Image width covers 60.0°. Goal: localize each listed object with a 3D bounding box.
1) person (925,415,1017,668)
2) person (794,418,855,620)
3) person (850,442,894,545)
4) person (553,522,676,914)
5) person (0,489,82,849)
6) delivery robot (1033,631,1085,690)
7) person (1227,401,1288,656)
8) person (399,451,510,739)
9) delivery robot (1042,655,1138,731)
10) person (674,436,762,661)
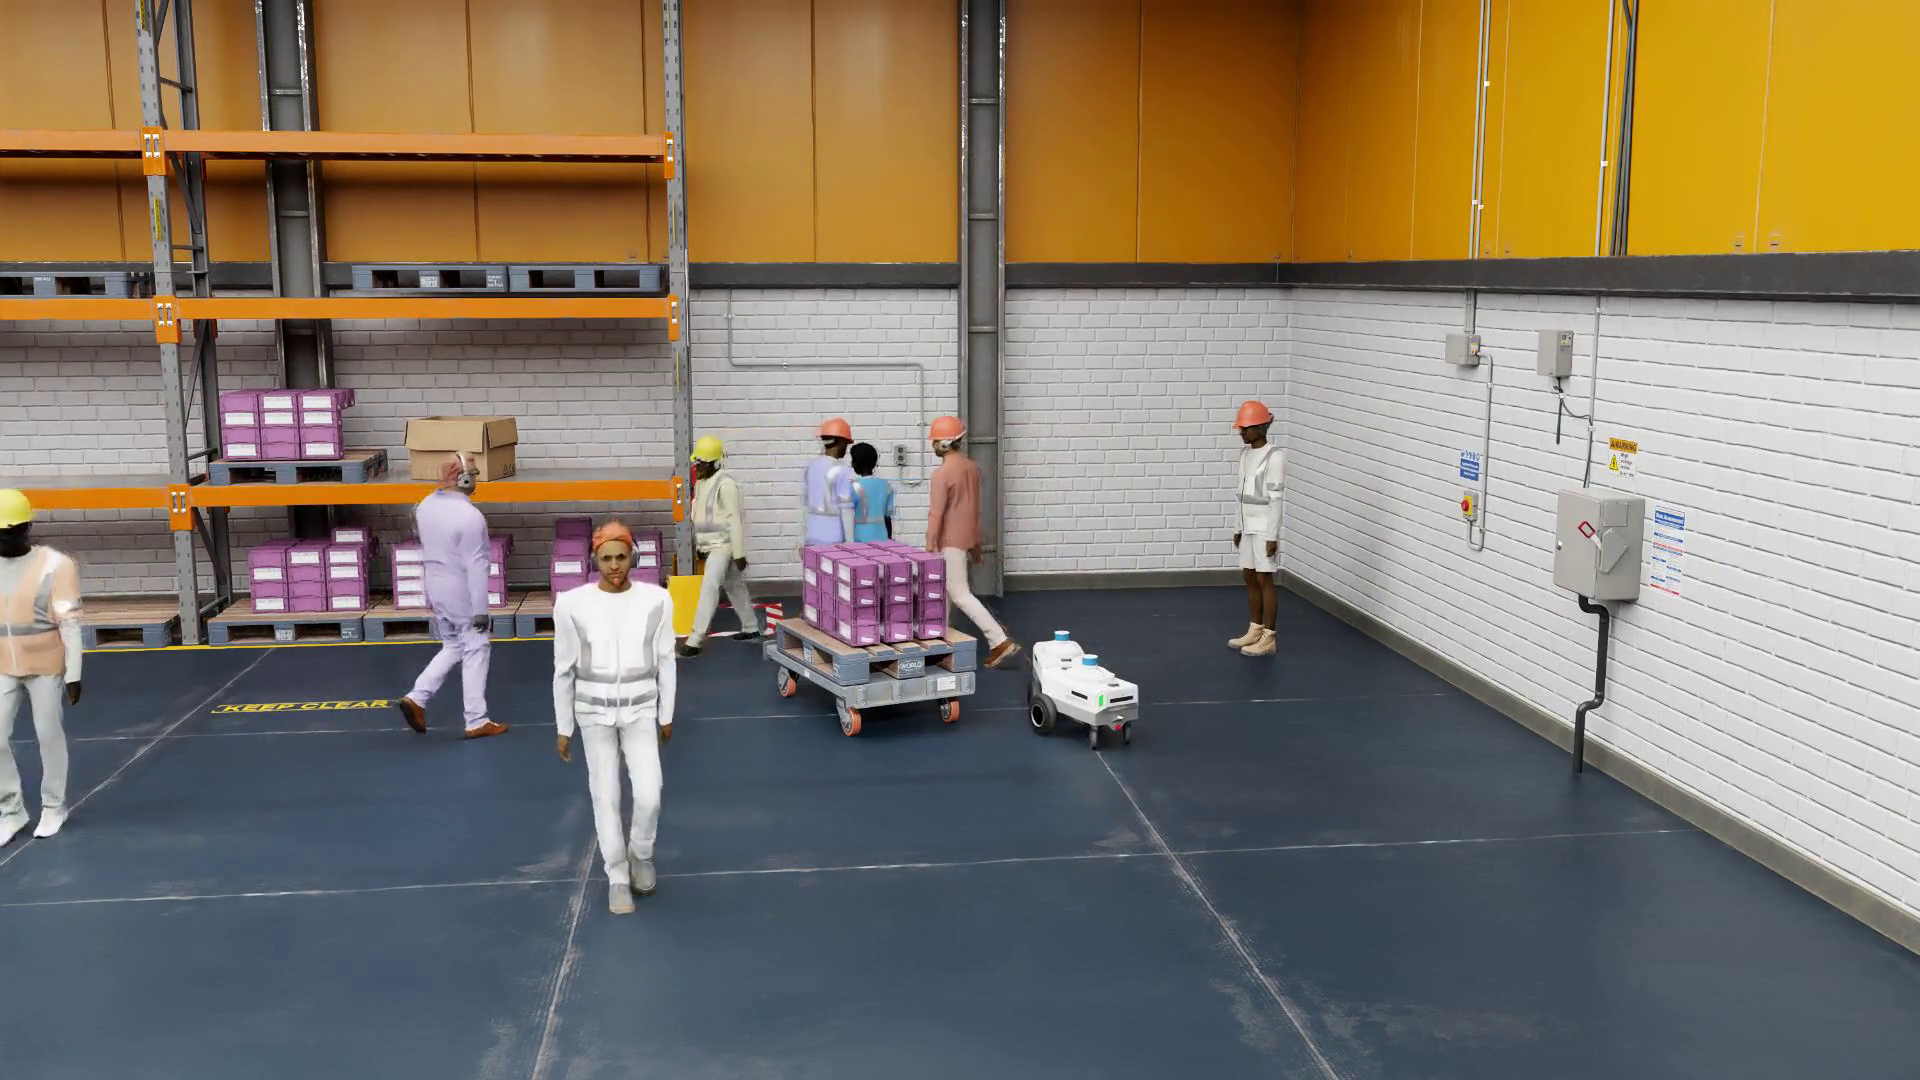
[{"bbox_3d":[0.013,0.012,12.856,0.981,1.956,0.618,4,10,26],"label":"person"},{"bbox_3d":[-1.101,-0.009,13.151,0.789,1.899,0.577,-7,11,-37],"label":"person"},{"bbox_3d":[-0.735,0.027,13.660,0.837,1.651,0.530,7,11,37],"label":"person"},{"bbox_3d":[-1.622,0.848,7.863,0.584,1.864,0.408,-2,9,-15],"label":"person"},{"bbox_3d":[-4.962,0.678,8.791,0.608,1.904,0.630,-1,9,-6],"label":"person"},{"bbox_3d":[0.703,0.873,11.507,0.477,0.478,0.707,0,9,-3],"label":"delivery robot"},{"bbox_3d":[2.350,-0.095,13.263,0.410,2.032,0.609,-3,10,-20],"label":"person"},{"bbox_3d":[-3.274,0.377,10.721,0.654,1.893,0.578,8,12,40],"label":"person"},{"bbox_3d":[0.841,0.988,10.788,0.477,0.478,0.707,-5,11,-31],"label":"delivery robot"},{"bbox_3d":[-1.943,0.037,13.276,0.881,1.769,0.646,-5,10,-26],"label":"person"}]
